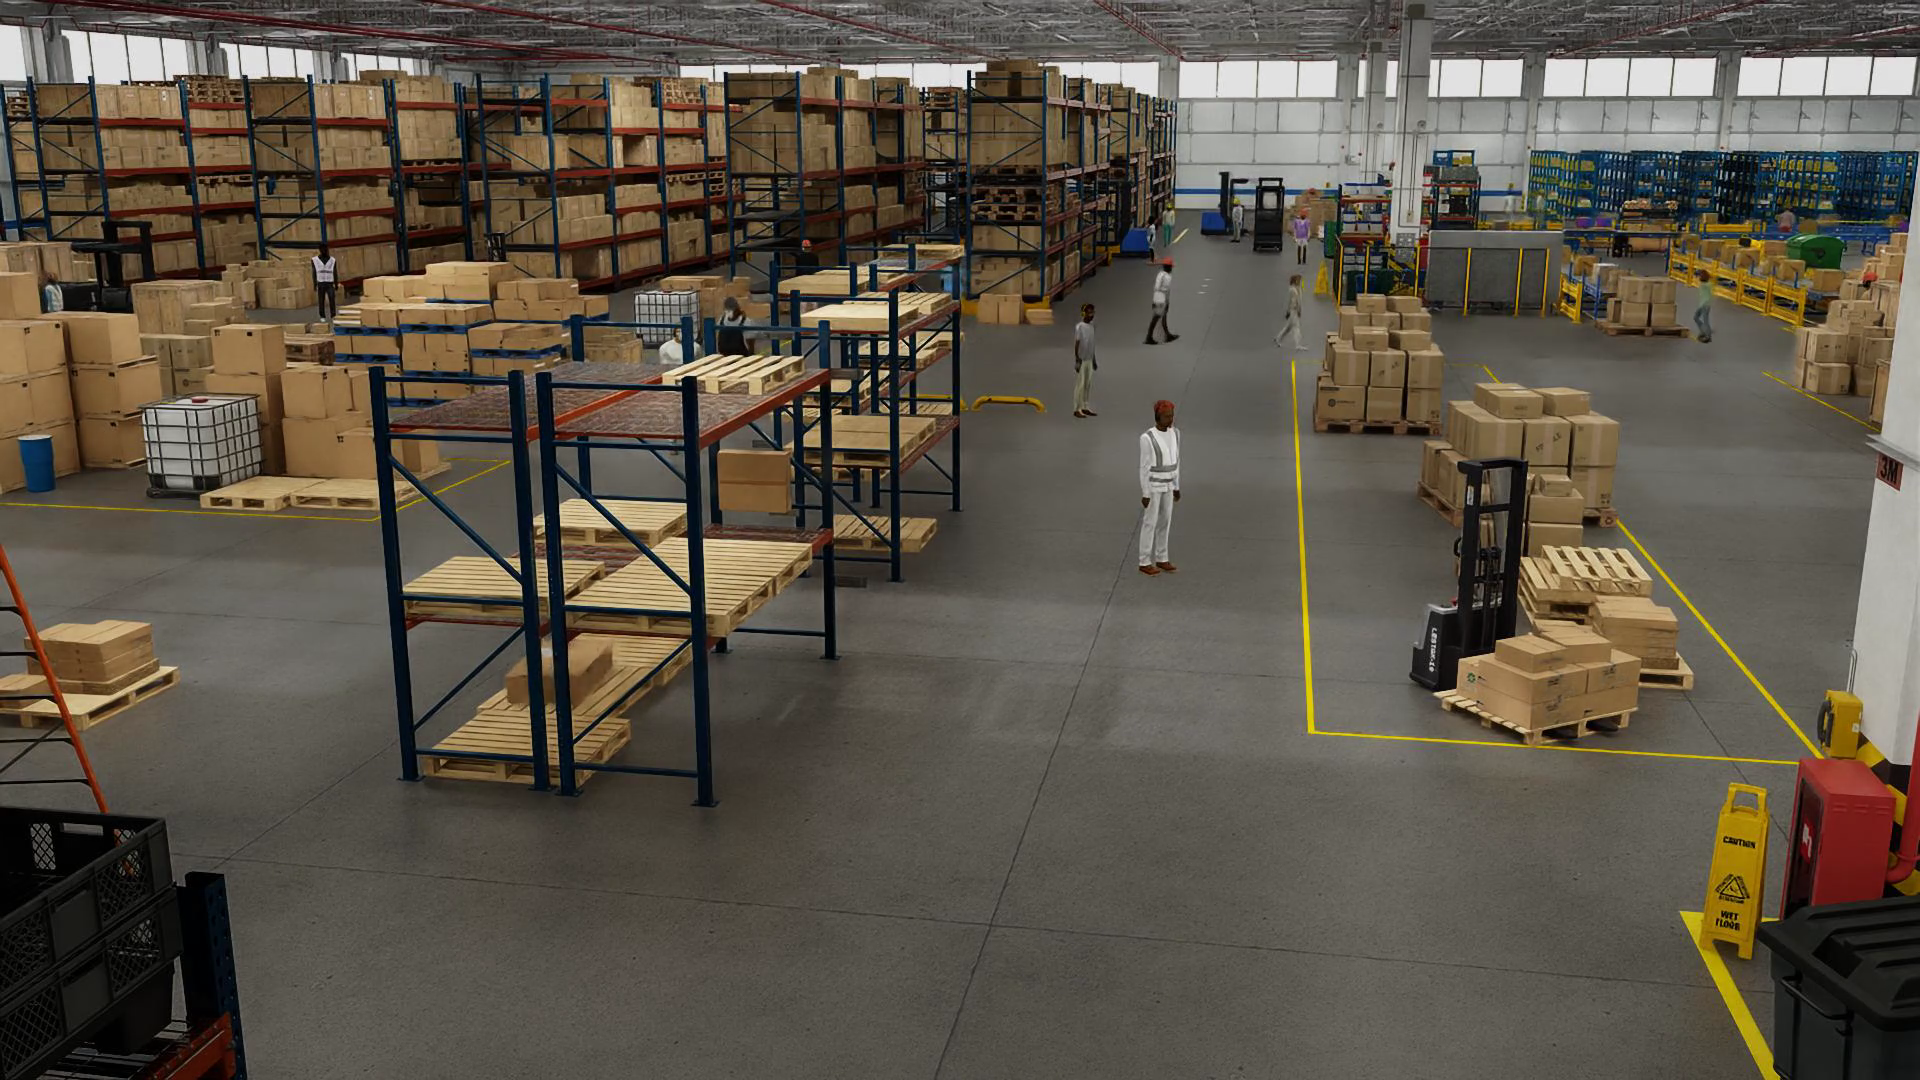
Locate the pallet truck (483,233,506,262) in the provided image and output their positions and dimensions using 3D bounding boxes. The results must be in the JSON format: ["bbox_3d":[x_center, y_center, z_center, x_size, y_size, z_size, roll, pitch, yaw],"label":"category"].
[{"bbox_3d":[-11.832,-7.026,43.548,1.885,1.965,0.823,8,16,28],"label":"pallet truck"}]

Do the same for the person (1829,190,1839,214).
[{"bbox_3d":[42.037,-15.883,79.861,0.790,1.815,0.604,4,14,16],"label":"person"}]

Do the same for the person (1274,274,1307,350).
[{"bbox_3d":[7.123,-4.908,35.739,0.775,1.609,0.521,9,17,33],"label":"person"}]

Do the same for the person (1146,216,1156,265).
[{"bbox_3d":[6.663,-10.424,57.965,0.318,1.697,0.535,2,14,7],"label":"person"}]

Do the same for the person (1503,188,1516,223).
[{"bbox_3d":[26.024,-15.670,78.767,0.629,1.931,0.615,-2,14,-10],"label":"person"}]

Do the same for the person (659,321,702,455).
[{"bbox_3d":[-4.023,-2.204,24.090,0.627,1.940,0.376,-7,15,-26],"label":"person"}]

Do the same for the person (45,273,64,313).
[{"bbox_3d":[-19.488,-4.954,35.894,0.370,1.623,0.534,0,14,0],"label":"person"}]

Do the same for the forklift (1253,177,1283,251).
[{"bbox_3d":[12.083,-12.747,64.956,1.129,2.768,1.873,3,14,10],"label":"forklift"}]

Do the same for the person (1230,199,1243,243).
[{"bbox_3d":[11.591,-13.377,69.685,0.404,1.827,0.590,-6,15,-21],"label":"person"}]

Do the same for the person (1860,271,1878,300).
[{"bbox_3d":[17.662,-4.267,32.460,0.353,1.942,0.545,13,19,43],"label":"person"}]

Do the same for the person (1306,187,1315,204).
[{"bbox_3d":[16.529,-15.602,78.371,0.396,1.992,0.622,-3,14,-10],"label":"person"}]

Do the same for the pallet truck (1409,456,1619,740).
[{"bbox_3d":[4.504,0.400,13.395,0.823,1.965,1.885,-6,15,-23],"label":"pallet truck"}]

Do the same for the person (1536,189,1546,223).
[{"bbox_3d":[28.342,-16.171,81.058,0.483,1.815,0.596,0,14,0],"label":"person"}]

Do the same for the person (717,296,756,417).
[{"bbox_3d":[-3.638,-2.949,26.906,0.697,2.000,0.604,4,14,16],"label":"person"}]

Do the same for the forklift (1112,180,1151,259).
[{"bbox_3d":[6.082,-11.722,60.796,1.873,2.768,1.129,2,14,9],"label":"forklift"}]

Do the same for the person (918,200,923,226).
[{"bbox_3d":[-1.903,-16.538,82.419,0.497,1.894,0.763,-2,14,-9],"label":"person"}]

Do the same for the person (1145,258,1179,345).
[{"bbox_3d":[4.496,-5.262,36.631,0.992,1.865,0.643,-4,14,-15],"label":"person"}]

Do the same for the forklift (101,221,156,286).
[{"bbox_3d":[-16.772,-5.071,33.793,1.129,2.768,1.873,3,14,10],"label":"forklift"}]

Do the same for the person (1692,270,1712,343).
[{"bbox_3d":[16.486,-5.176,36.822,0.455,1.601,0.567,2,14,9],"label":"person"}]

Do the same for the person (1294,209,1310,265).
[{"bbox_3d":[11.971,-10.600,58.248,0.555,1.906,0.816,3,14,12],"label":"person"}]

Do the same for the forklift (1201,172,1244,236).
[{"bbox_3d":[11.670,-14.878,73.610,1.873,2.768,1.129,3,14,10],"label":"forklift"}]

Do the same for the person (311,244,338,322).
[{"bbox_3d":[-15.565,-6.305,40.808,0.587,1.911,0.397,-8,16,-28],"label":"person"}]

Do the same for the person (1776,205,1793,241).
[{"bbox_3d":[32.645,-12.385,65.894,0.632,1.722,0.354,4,14,16],"label":"person"}]

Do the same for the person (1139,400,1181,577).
[{"bbox_3d":[2.101,-0.547,17.501,0.568,1.878,0.351,-13,19,-43],"label":"person"}]

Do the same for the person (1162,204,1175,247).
[{"bbox_3d":[8.454,-12.768,67.440,0.526,1.719,0.897,1,14,5],"label":"person"}]

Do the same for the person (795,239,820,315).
[{"bbox_3d":[-3.765,-6.405,41.030,0.623,1.992,0.396,-4,14,-17],"label":"person"}]

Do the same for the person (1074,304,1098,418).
[{"bbox_3d":[2.066,-2.935,27.211,0.311,1.865,0.532,12,18,40],"label":"person"}]

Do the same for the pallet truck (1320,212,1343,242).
[{"bbox_3d":[15.874,-13.227,70.310,0.680,1.201,1.601,10,17,35],"label":"pallet truck"}]

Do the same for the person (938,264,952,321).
[{"bbox_3d":[-0.251,-6.132,40.648,0.548,1.646,0.909,-7,15,-25],"label":"person"}]
